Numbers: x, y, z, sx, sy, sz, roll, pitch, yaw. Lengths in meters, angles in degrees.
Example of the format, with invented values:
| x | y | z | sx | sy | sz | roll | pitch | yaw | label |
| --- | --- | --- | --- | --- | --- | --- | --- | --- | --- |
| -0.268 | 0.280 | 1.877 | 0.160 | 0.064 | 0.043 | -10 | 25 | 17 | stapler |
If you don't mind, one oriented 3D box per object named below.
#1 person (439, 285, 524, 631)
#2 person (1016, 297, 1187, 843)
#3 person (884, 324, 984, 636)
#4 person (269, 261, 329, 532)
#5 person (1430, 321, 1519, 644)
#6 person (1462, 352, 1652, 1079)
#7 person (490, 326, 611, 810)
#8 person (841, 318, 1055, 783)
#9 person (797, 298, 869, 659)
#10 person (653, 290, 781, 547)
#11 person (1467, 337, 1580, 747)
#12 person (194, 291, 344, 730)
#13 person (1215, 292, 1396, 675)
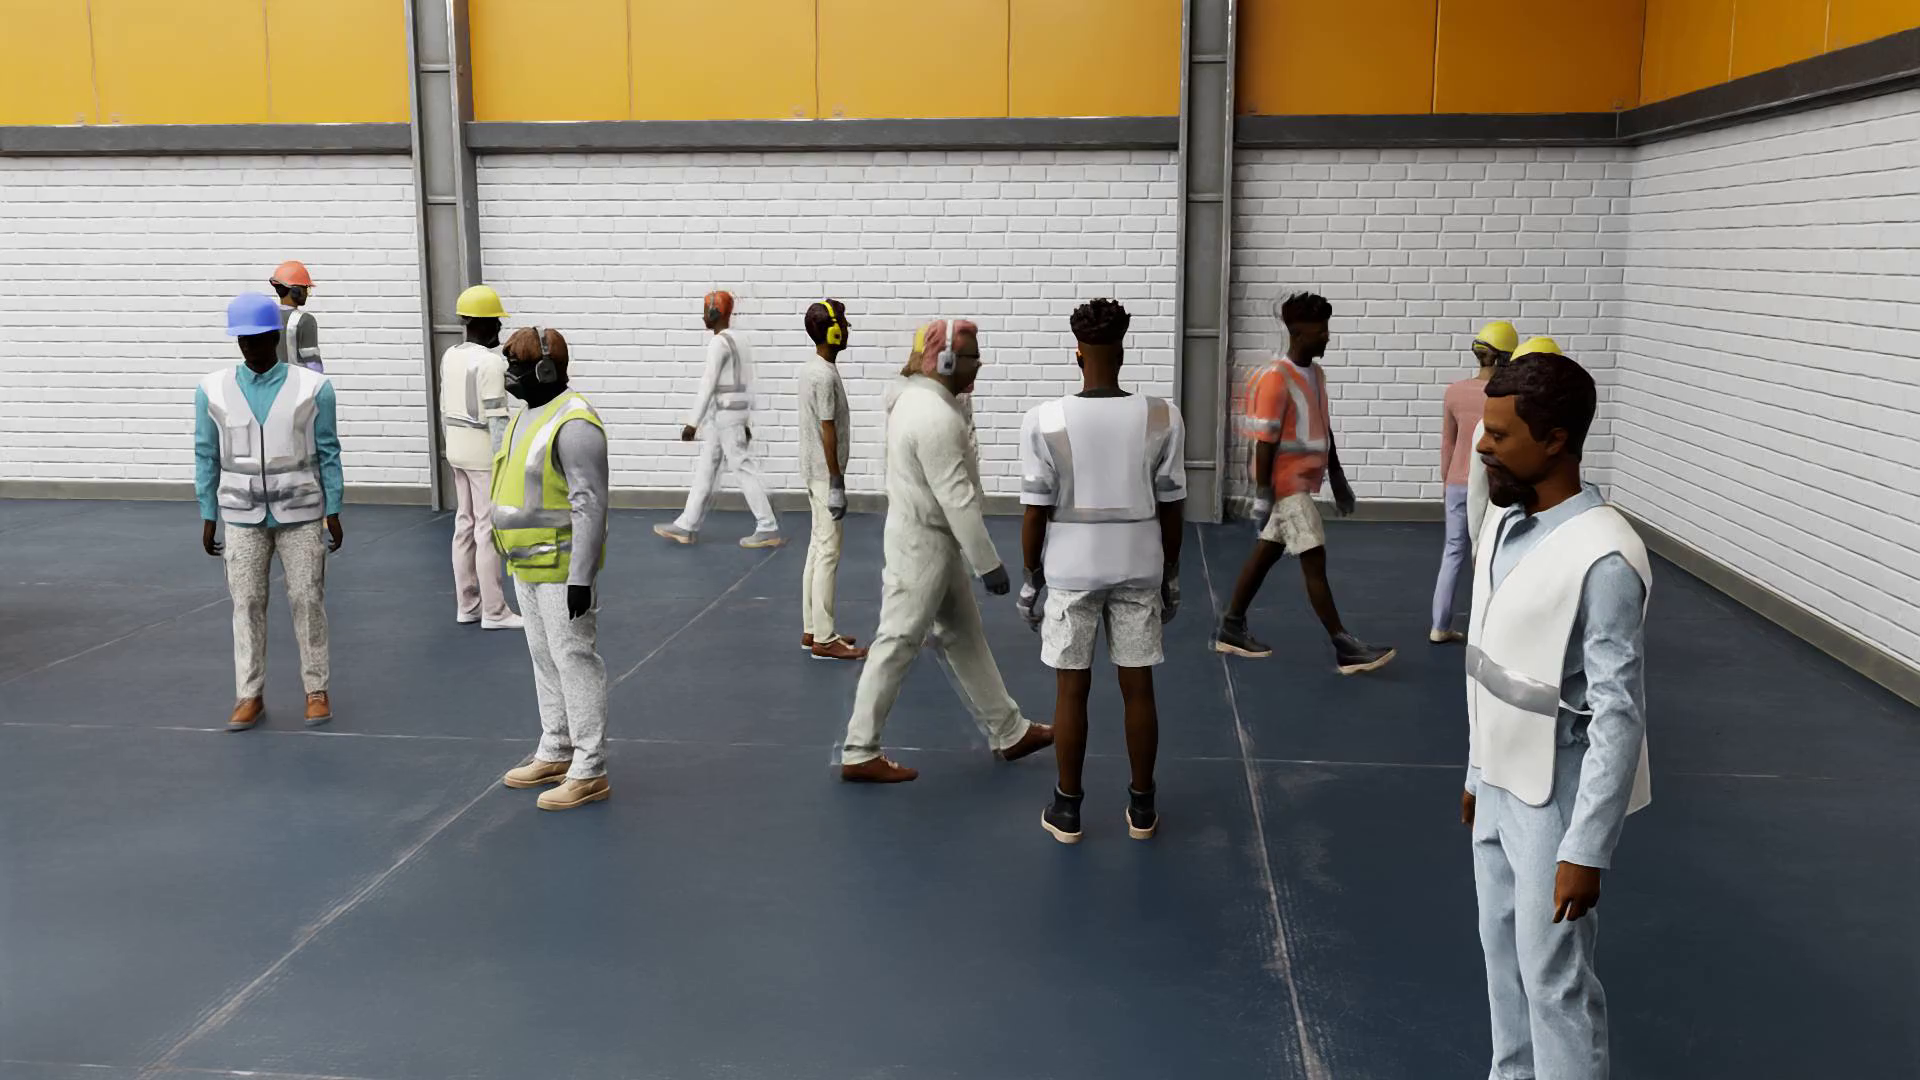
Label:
| x | y | z | sx | sy | sz | roll | pitch | yaw | label |
| --- | --- | --- | --- | --- | --- | --- | --- | --- | --- |
| -2.683 | -0.456 | 9.348 | 0.384 | 1.928 | 0.589 | -9 | 14 | -43 | person |
| 0.504 | 0.118 | 5.972 | 0.603 | 1.958 | 0.380 | -1 | 10 | -5 | person |
| -0.145 | -0.294 | 8.981 | 0.503 | 1.736 | 0.354 | -4 | 11 | -24 | person |
| -4.998 | -1.074 | 12.552 | 0.614 | 2.041 | 0.393 | 5 | 11 | 28 | person |
| 2.777 | -0.274 | 8.809 | 0.341 | 1.755 | 0.532 | -7 | 12 | -35 | person |
| 1.258 | 0.556 | 3.584 | 0.373 | 1.915 | 0.596 | -1 | 10 | -4 | person |
| -1.573 | 0.105 | 6.384 | 0.429 | 1.842 | 0.633 | -7 | 12 | -34 | person |
| -0.027 | 0.053 | 6.630 | 0.985 | 1.849 | 0.650 | -1 | 10 | -4 | person |
| -0.678 | -0.316 | 8.693 | 0.320 | 1.876 | 0.533 | -3 | 10 | -16 | person |
| -1.731 | -0.856 | 11.899 | 0.960 | 1.838 | 0.584 | 0 | 10 | 0 | person |
| 2.365 | 0.038 | 6.977 | 0.327 | 1.769 | 0.525 | -7 | 12 | -33 | person |
| -3.059 | -0.124 | 7.388 | 0.615 | 1.945 | 0.404 | -2 | 10 | -13 | person |
| 1.746 | -0.291 | 8.438 | 1.002 | 1.912 | 0.631 | 6 | 11 | 29 | person |
